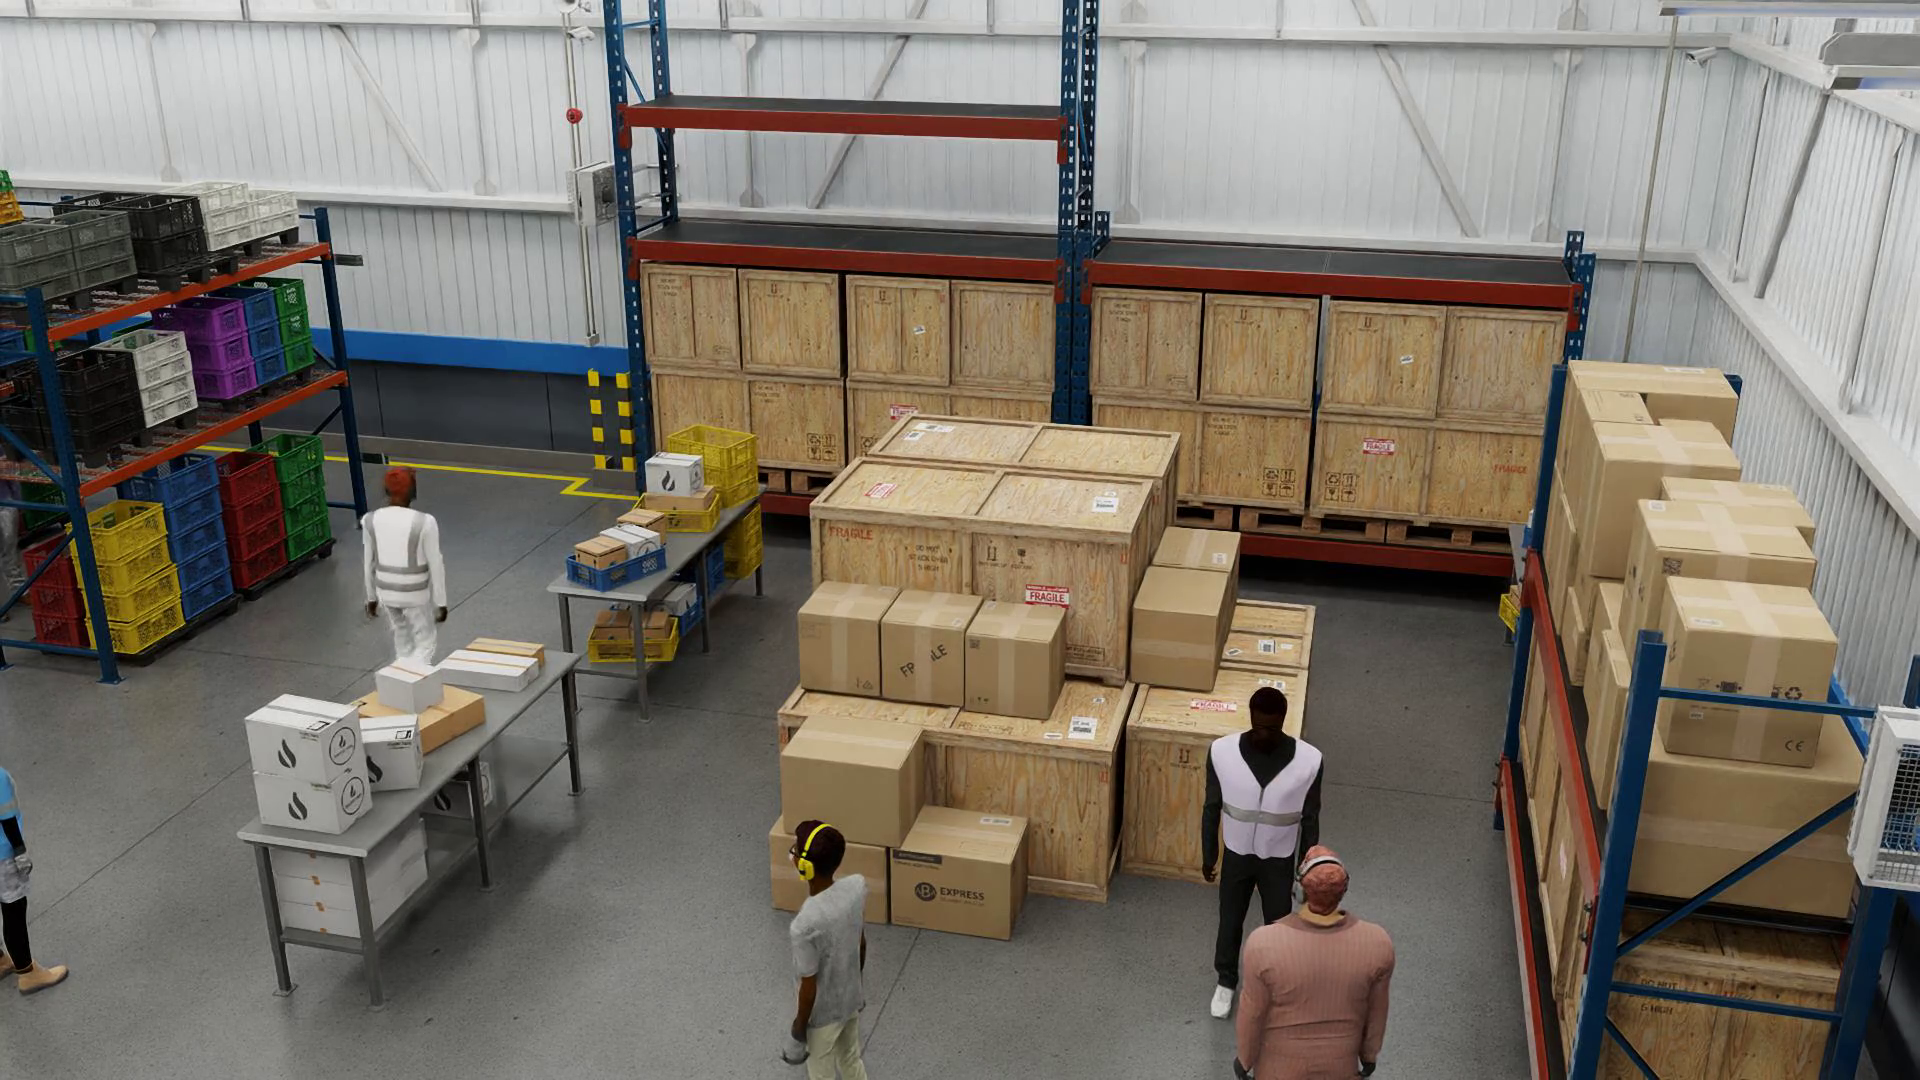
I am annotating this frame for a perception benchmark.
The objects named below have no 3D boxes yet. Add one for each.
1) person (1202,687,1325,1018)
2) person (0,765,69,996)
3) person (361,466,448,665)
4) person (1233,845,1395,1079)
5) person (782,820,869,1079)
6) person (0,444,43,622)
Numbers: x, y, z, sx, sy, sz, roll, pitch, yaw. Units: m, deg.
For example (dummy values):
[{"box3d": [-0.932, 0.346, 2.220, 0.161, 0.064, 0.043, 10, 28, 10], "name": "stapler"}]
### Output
[{"box3d": [1.535, 1.600, 8.550, 0.592, 1.911, 0.390, 4, 21, 11], "name": "person"}, {"box3d": [-5.119, 1.611, 8.804, 0.541, 1.698, 0.316, 11, 23, 26], "name": "person"}, {"box3d": [-3.935, 0.419, 11.698, 0.622, 1.860, 0.644, 4, 21, 10], "name": "person"}, {"box3d": [1.478, 2.156, 7.087, 0.644, 1.913, 0.408, -2, 21, -4], "name": "person"}, {"box3d": [-0.595, 2.073, 7.358, 0.327, 1.874, 0.520, 12, 24, 29], "name": "person"}, {"box3d": [-7.896, -0.292, 13.465, 0.370, 1.931, 0.633, 10, 23, 25], "name": "person"}]
